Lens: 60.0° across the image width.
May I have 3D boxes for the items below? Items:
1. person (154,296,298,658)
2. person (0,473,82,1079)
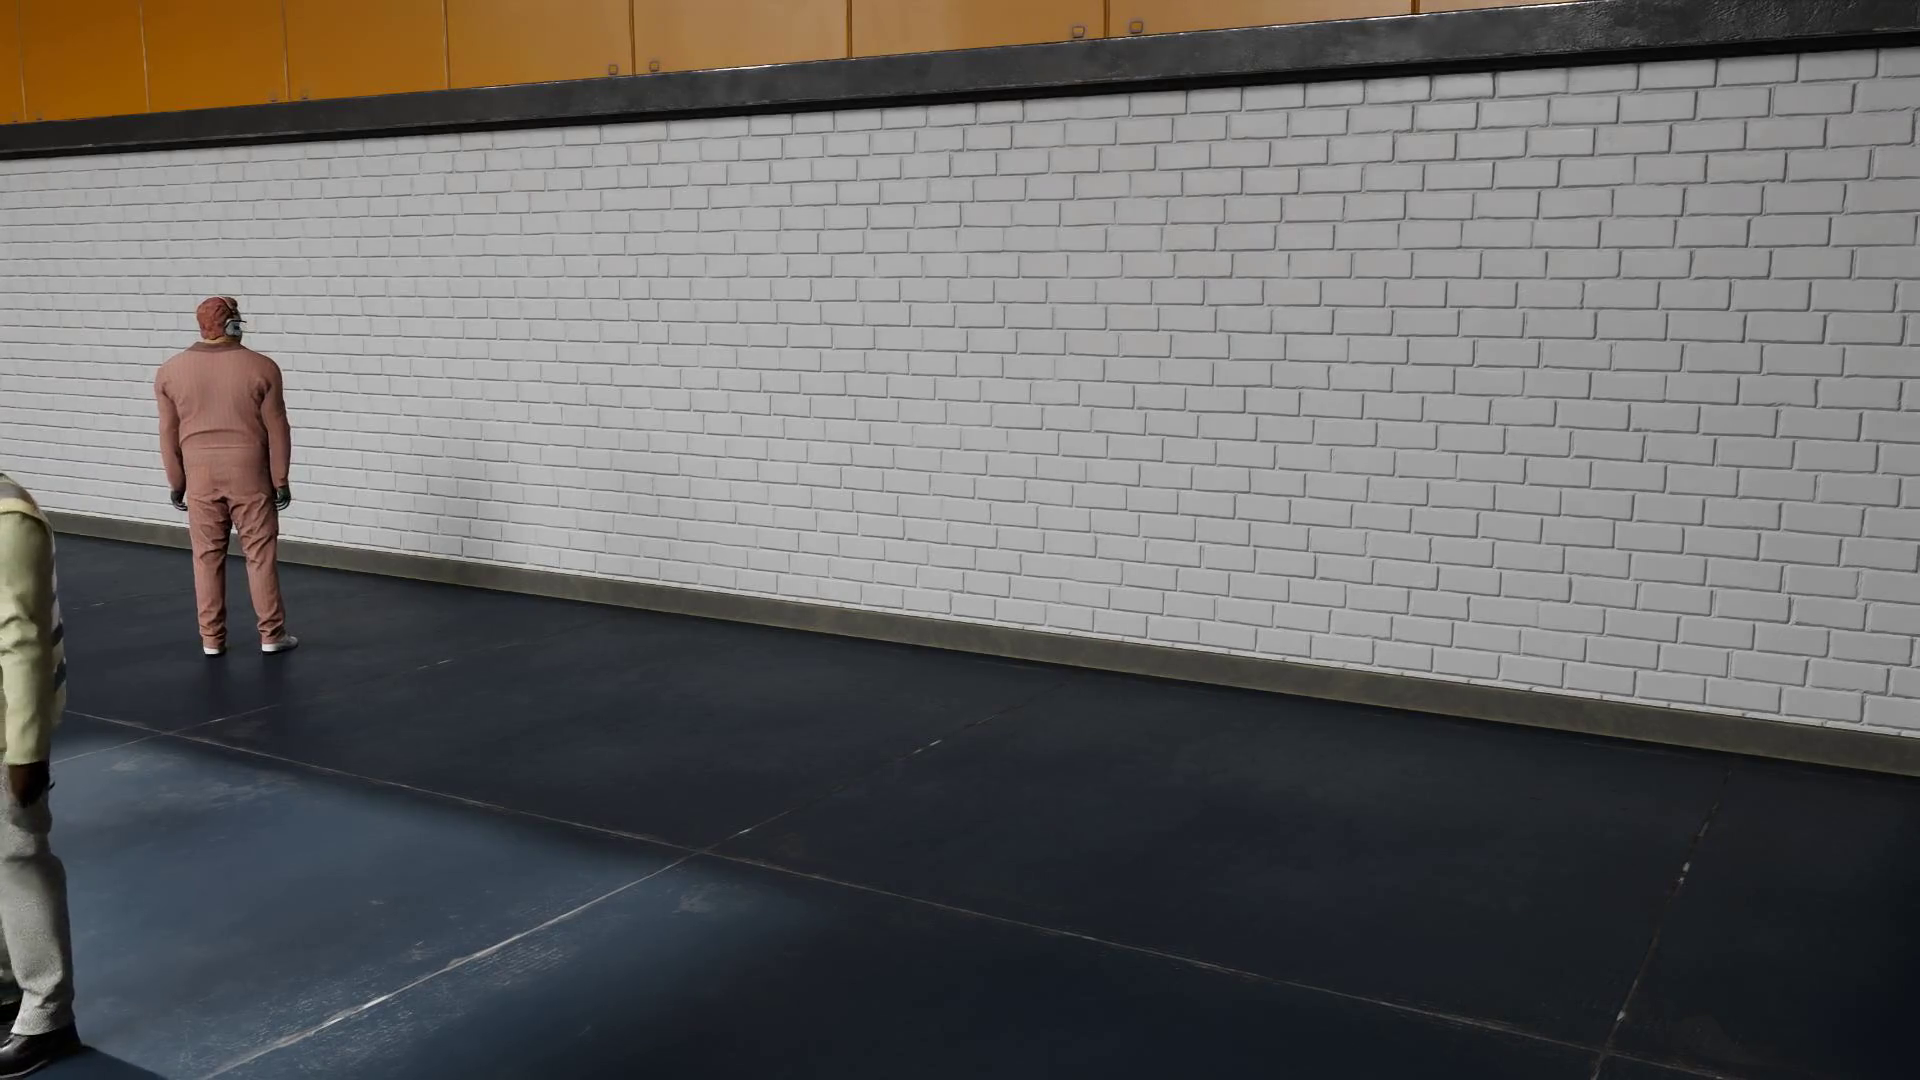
[{"bbox_3d":[-3.856,-0.327,8.793,0.642,1.905,0.399,-1,9,-8],"label":"person"},{"bbox_3d":[-2.480,0.454,4.185,0.612,1.820,0.420,7,12,39],"label":"person"}]
